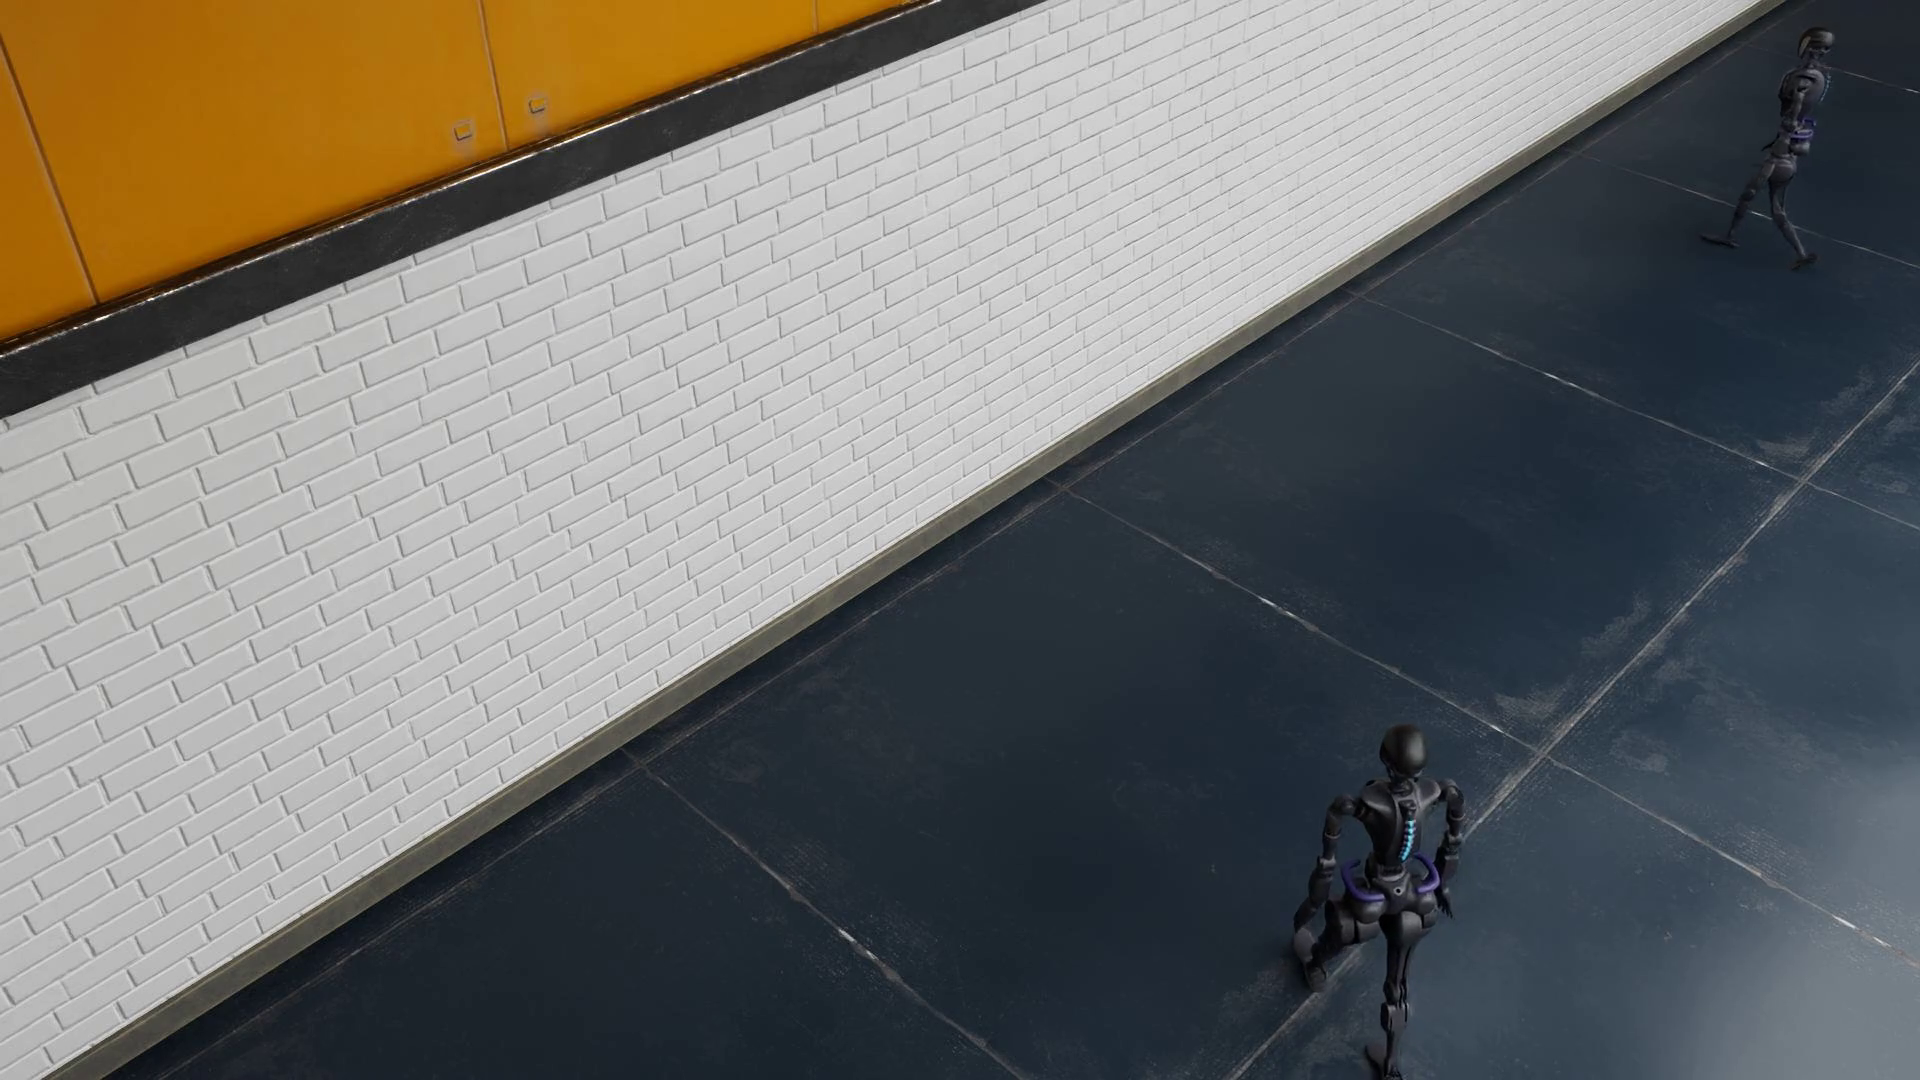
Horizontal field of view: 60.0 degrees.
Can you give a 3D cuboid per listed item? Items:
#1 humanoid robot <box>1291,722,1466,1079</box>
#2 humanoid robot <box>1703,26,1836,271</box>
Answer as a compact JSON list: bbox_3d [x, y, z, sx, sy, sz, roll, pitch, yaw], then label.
[{"bbox_3d":[1.567,1.306,6.196,0.616,1.622,0.783,-6,39,-8],"label":"humanoid robot"},{"bbox_3d":[5.548,-2.597,11.086,0.761,1.654,0.593,18,42,21],"label":"humanoid robot"}]
